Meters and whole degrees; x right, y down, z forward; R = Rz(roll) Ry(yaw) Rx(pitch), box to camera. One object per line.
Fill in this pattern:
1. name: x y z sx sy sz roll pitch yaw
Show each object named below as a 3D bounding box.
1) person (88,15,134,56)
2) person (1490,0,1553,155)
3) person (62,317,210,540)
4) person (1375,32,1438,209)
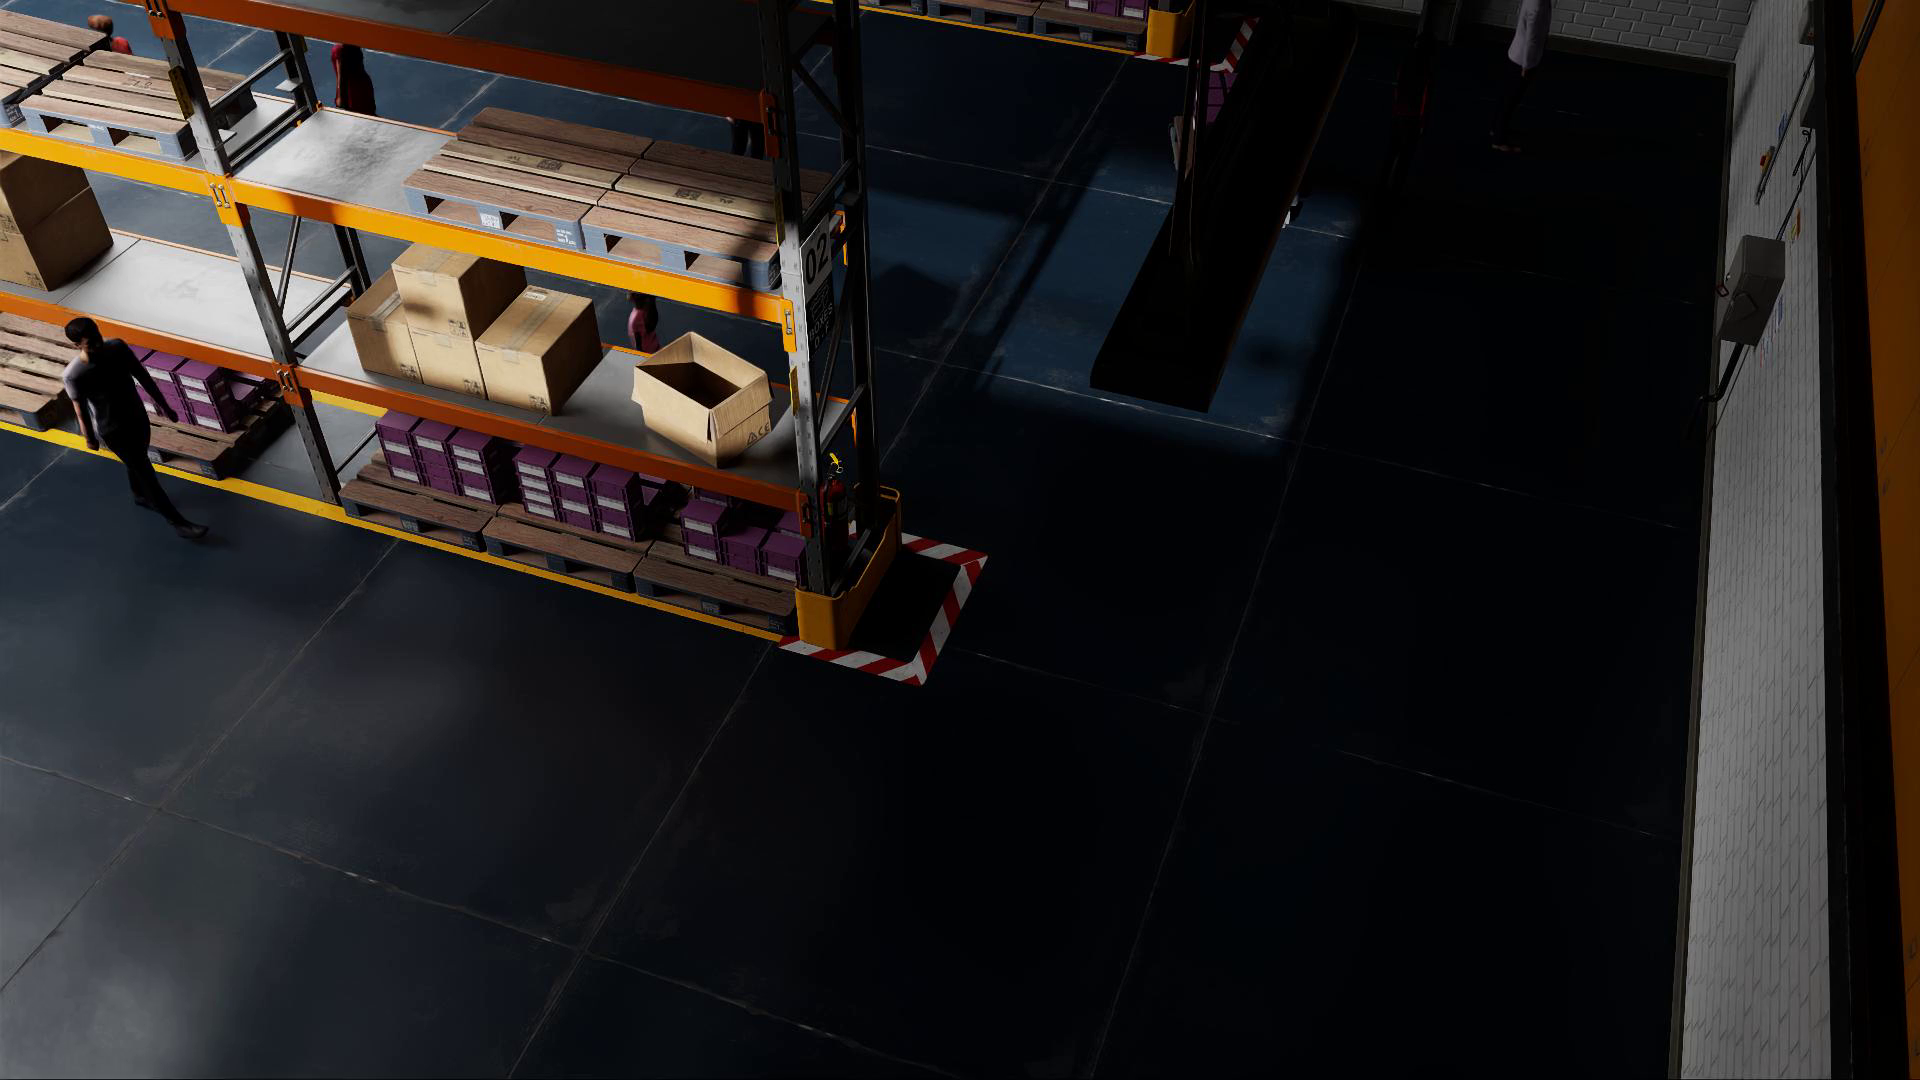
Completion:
1. person: -7.798 -4.254 15.631 0.839 1.405 0.650 26 50 25
2. person: 5.318 -4.582 15.653 0.601 1.851 0.693 9 44 10
3. person: -5.977 -0.853 11.754 1.070 1.829 0.697 16 46 16
4. person: 4.009 -3.769 14.944 0.715 1.651 0.645 -20 47 -20
